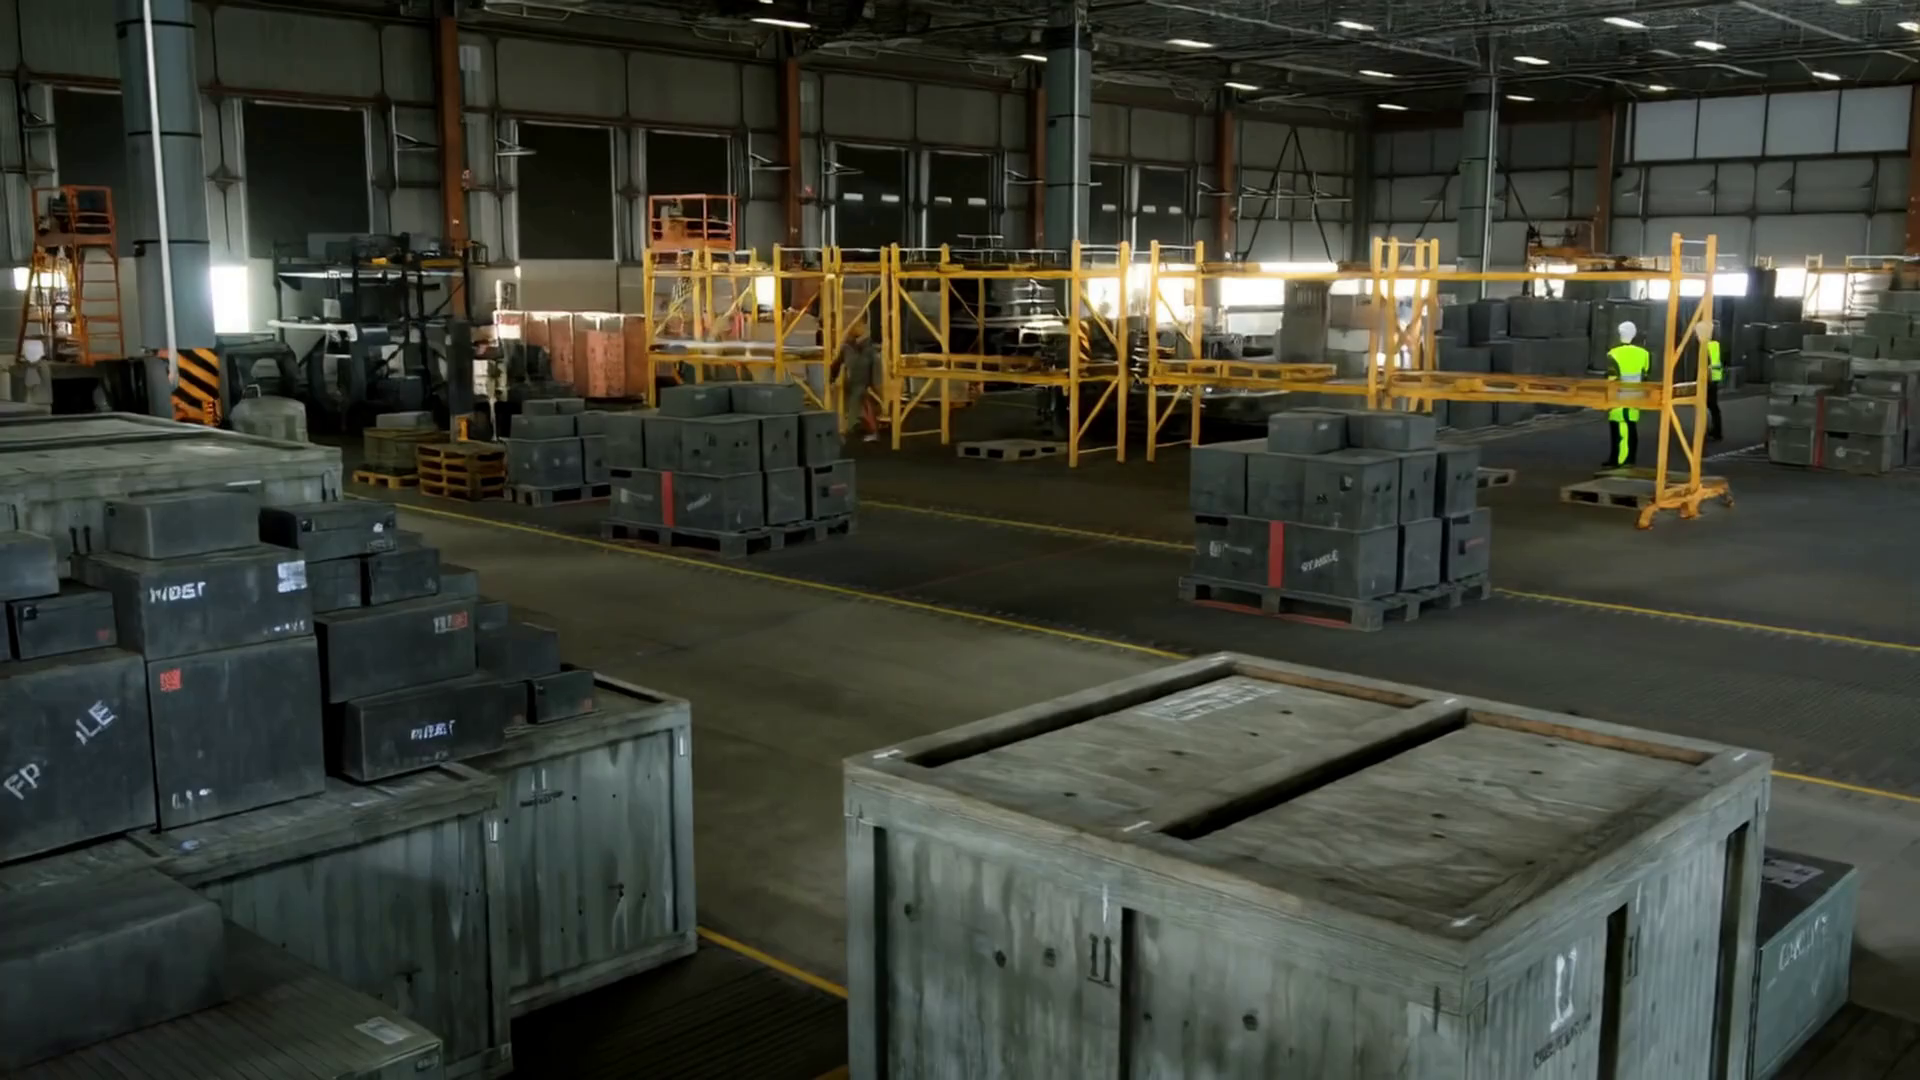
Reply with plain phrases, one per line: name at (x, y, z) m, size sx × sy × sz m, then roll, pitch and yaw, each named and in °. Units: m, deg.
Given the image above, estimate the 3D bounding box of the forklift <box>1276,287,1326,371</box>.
forklift at (8.759, -5.708, 42.543) m, size 1.129 × 2.768 × 1.873 m, roll 0°, pitch 9°, yaw 2°

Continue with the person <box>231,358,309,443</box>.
person at (-5.725, -0.550, 13.864) m, size 0.586 × 1.918 × 0.397 m, roll -3°, pitch 10°, yaw -21°

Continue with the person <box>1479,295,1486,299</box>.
person at (14.731, -5.933, 46.897) m, size 0.821 × 1.906 × 0.643 m, roll 6°, pitch 11°, yaw 32°

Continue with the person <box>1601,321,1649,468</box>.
person at (8.860, -1.934, 22.196) m, size 0.614 × 1.964 × 0.361 m, roll -2°, pitch 9°, yaw -11°

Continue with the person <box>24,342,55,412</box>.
person at (-12.674, -1.903, 22.959) m, size 0.857 × 1.657 × 0.541 m, roll -1°, pitch 9°, yaw -4°

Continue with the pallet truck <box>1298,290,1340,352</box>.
pallet truck at (11.297, -6.951, 52.861) m, size 1.885 × 1.965 × 0.823 m, roll -5°, pitch 11°, yaw -29°

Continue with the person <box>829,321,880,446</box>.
person at (-1.553, -2.375, 25.218) m, size 1.065 × 1.872 × 0.646 m, roll -9°, pitch 13°, yaw -44°

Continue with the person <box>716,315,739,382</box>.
person at (-4.247, -3.200, 30.370) m, size 0.400 × 1.828 × 0.537 m, roll -4°, pitch 10°, yaw -21°

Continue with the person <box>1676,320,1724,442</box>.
person at (11.433, -2.426, 25.509) m, size 0.658 × 1.884 × 0.601 m, roll 6°, pitch 11°, yaw 31°

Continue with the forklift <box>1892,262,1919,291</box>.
forklift at (23.277, -5.417, 40.755) m, size 1.129 × 2.768 × 1.873 m, roll 3°, pitch 10°, yaw 19°

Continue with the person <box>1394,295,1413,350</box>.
person at (13.799, -6.697, 51.717) m, size 0.586 × 1.869 × 0.581 m, roll 2°, pitch 9°, yaw 12°

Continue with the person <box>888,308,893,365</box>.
person at (-1.779, -5.265, 43.652) m, size 0.313 × 1.632 × 0.523 m, roll 4°, pitch 10°, yaw 21°

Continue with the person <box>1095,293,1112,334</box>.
person at (4.432, -6.653, 51.253) m, size 0.543 × 1.929 × 0.387 m, roll -1°, pitch 9°, yaw -9°

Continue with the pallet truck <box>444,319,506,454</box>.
pallet truck at (-6.981, -1.942, 22.150) m, size 1.885 × 1.965 × 0.823 m, roll 1°, pitch 9°, yaw 9°

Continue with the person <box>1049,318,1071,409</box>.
person at (1.919, -3.335, 31.505) m, size 0.485 × 1.739 × 0.330 m, roll 2°, pitch 9°, yaw 10°
